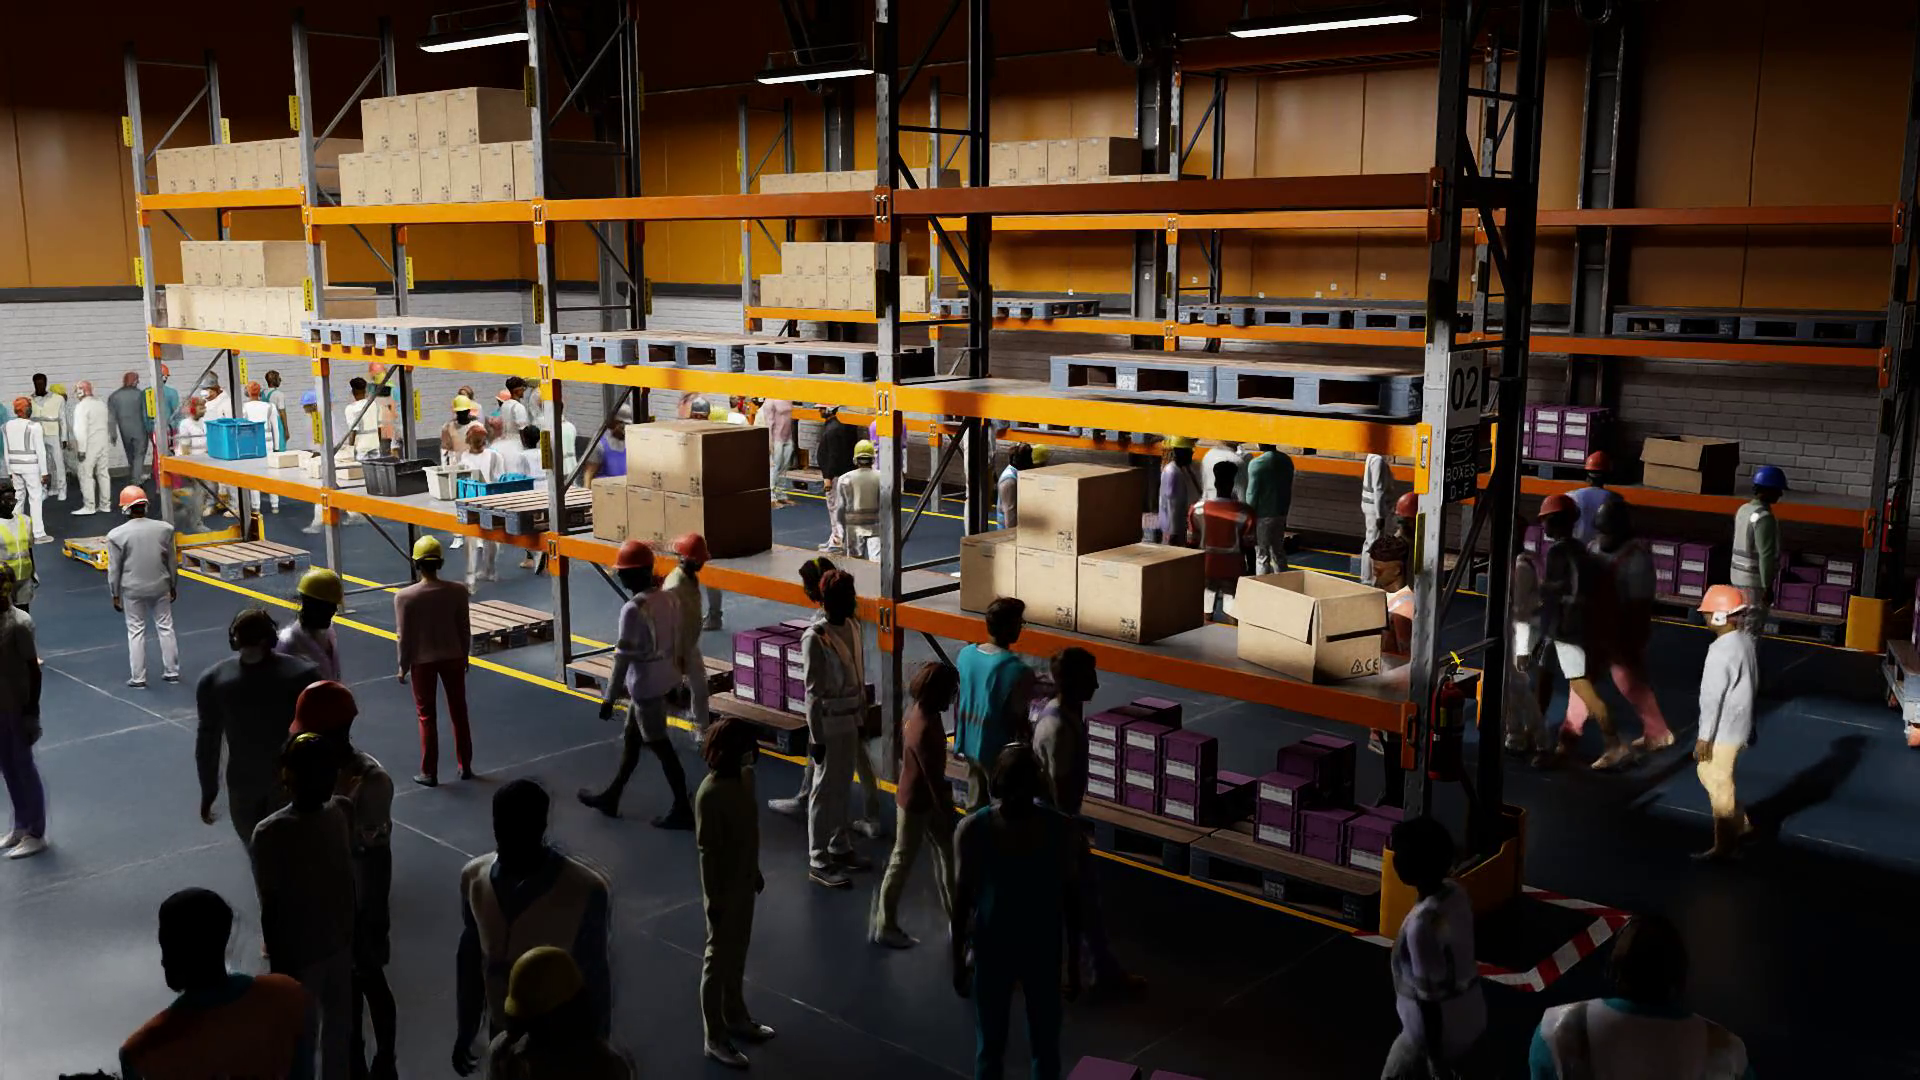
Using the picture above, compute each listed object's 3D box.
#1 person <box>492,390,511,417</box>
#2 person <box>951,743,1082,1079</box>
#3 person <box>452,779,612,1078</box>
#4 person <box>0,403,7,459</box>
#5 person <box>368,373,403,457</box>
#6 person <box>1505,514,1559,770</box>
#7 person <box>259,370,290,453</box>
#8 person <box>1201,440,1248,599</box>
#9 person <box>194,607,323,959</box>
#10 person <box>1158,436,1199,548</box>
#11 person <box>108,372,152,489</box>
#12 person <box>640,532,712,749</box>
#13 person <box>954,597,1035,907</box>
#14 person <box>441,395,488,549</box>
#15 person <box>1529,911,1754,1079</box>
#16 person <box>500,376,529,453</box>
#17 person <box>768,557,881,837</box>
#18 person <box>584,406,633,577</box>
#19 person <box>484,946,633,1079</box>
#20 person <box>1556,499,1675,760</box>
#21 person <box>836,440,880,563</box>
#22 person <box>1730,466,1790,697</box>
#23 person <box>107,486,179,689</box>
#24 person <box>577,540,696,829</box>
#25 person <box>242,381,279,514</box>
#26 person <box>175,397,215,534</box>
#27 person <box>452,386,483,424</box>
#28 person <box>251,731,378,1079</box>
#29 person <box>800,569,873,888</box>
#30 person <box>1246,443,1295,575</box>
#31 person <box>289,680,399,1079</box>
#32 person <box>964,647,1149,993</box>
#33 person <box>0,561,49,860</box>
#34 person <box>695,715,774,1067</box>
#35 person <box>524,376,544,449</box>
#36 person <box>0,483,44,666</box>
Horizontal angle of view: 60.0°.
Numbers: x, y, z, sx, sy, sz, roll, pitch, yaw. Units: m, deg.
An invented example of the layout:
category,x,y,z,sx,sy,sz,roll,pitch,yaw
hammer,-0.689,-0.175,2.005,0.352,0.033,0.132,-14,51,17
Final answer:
category,x,y,z,sx,sy,sz,roll,pitch,yaw
person,-6.479,-1.279,23.771,0.354,1.741,0.568,-7,12,-35
person,0.226,1.691,6.718,0.522,1.835,0.364,-1,10,-3
person,-1.537,1.770,6.063,0.607,1.909,0.493,4,11,22
person,-13.856,-1.323,23.633,0.628,1.883,0.654,9,14,42
person,-8.522,-1.546,24.874,0.907,1.879,0.604,2,10,12
person,4.132,0.734,12.065,0.543,1.859,0.606,3,10,15
person,-10.692,-1.726,26.025,0.511,1.847,0.354,5,11,26
person,2.889,-0.304,17.842,0.492,1.900,0.687,-5,11,-26
person,-3.646,1.295,8.703,0.637,1.918,0.602,-1,10,-8
person,2.156,-0.168,16.994,0.539,1.911,0.610,3,10,17
person,-12.766,-1.678,25.779,0.638,1.832,1.062,-1,10,-4
person,-2.142,0.756,12.374,0.723,1.706,0.570,3,10,16
person,0.187,1.229,9.335,0.384,1.835,0.561,-9,13,-42
person,-6.180,-0.847,20.801,0.587,1.927,0.367,-1,10,-7
person,1.989,2.011,4.929,0.641,1.825,0.564,3,10,14
person,-6.198,-1.309,23.300,0.367,1.966,0.607,-9,14,-42
person,-0.841,0.989,10.722,0.871,1.810,0.687,6,12,30
person,-3.876,-0.540,18.746,0.782,2.000,1.014,-3,11,-17
person,-1.236,2.046,5.028,0.502,1.727,0.565,5,11,25
person,4.862,0.607,12.259,0.977,2.000,0.717,-4,11,-24
person,-0.964,-0.109,16.937,0.587,1.824,0.404,-1,10,-4
person,6.722,0.343,14.042,0.401,1.939,0.602,1,10,4
person,-7.010,0.400,14.273,0.569,1.744,0.350,-9,14,-43
person,-2.142,0.940,10.763,0.938,1.893,0.562,2,10,11
person,-9.891,-1.292,23.450,0.573,1.880,0.353,-7,12,-35
person,-10.052,-0.977,21.838,0.491,1.819,0.638,-1,10,-3
person,-7.591,-1.567,25.717,0.516,1.630,0.315,2,10,14
person,-2.575,1.675,6.702,0.328,1.872,0.511,4,11,23
person,-0.732,1.103,9.896,0.341,1.882,0.587,4,11,22
person,3.210,-0.230,17.315,0.628,1.930,0.358,-8,13,-39
person,-2.707,1.544,7.285,0.543,1.929,0.386,7,12,33
person,0.452,1.414,8.378,0.940,1.807,0.521,2,10,12
person,-5.895,1.051,10.304,0.575,1.872,0.406,6,12,31
person,-1.058,1.608,7.751,0.276,1.633,0.507,3,10,17
person,-7.045,-1.931,27.491,0.448,1.725,0.496,-4,11,-21
person,-8.452,0.330,14.797,0.321,1.697,0.530,4,11,23
